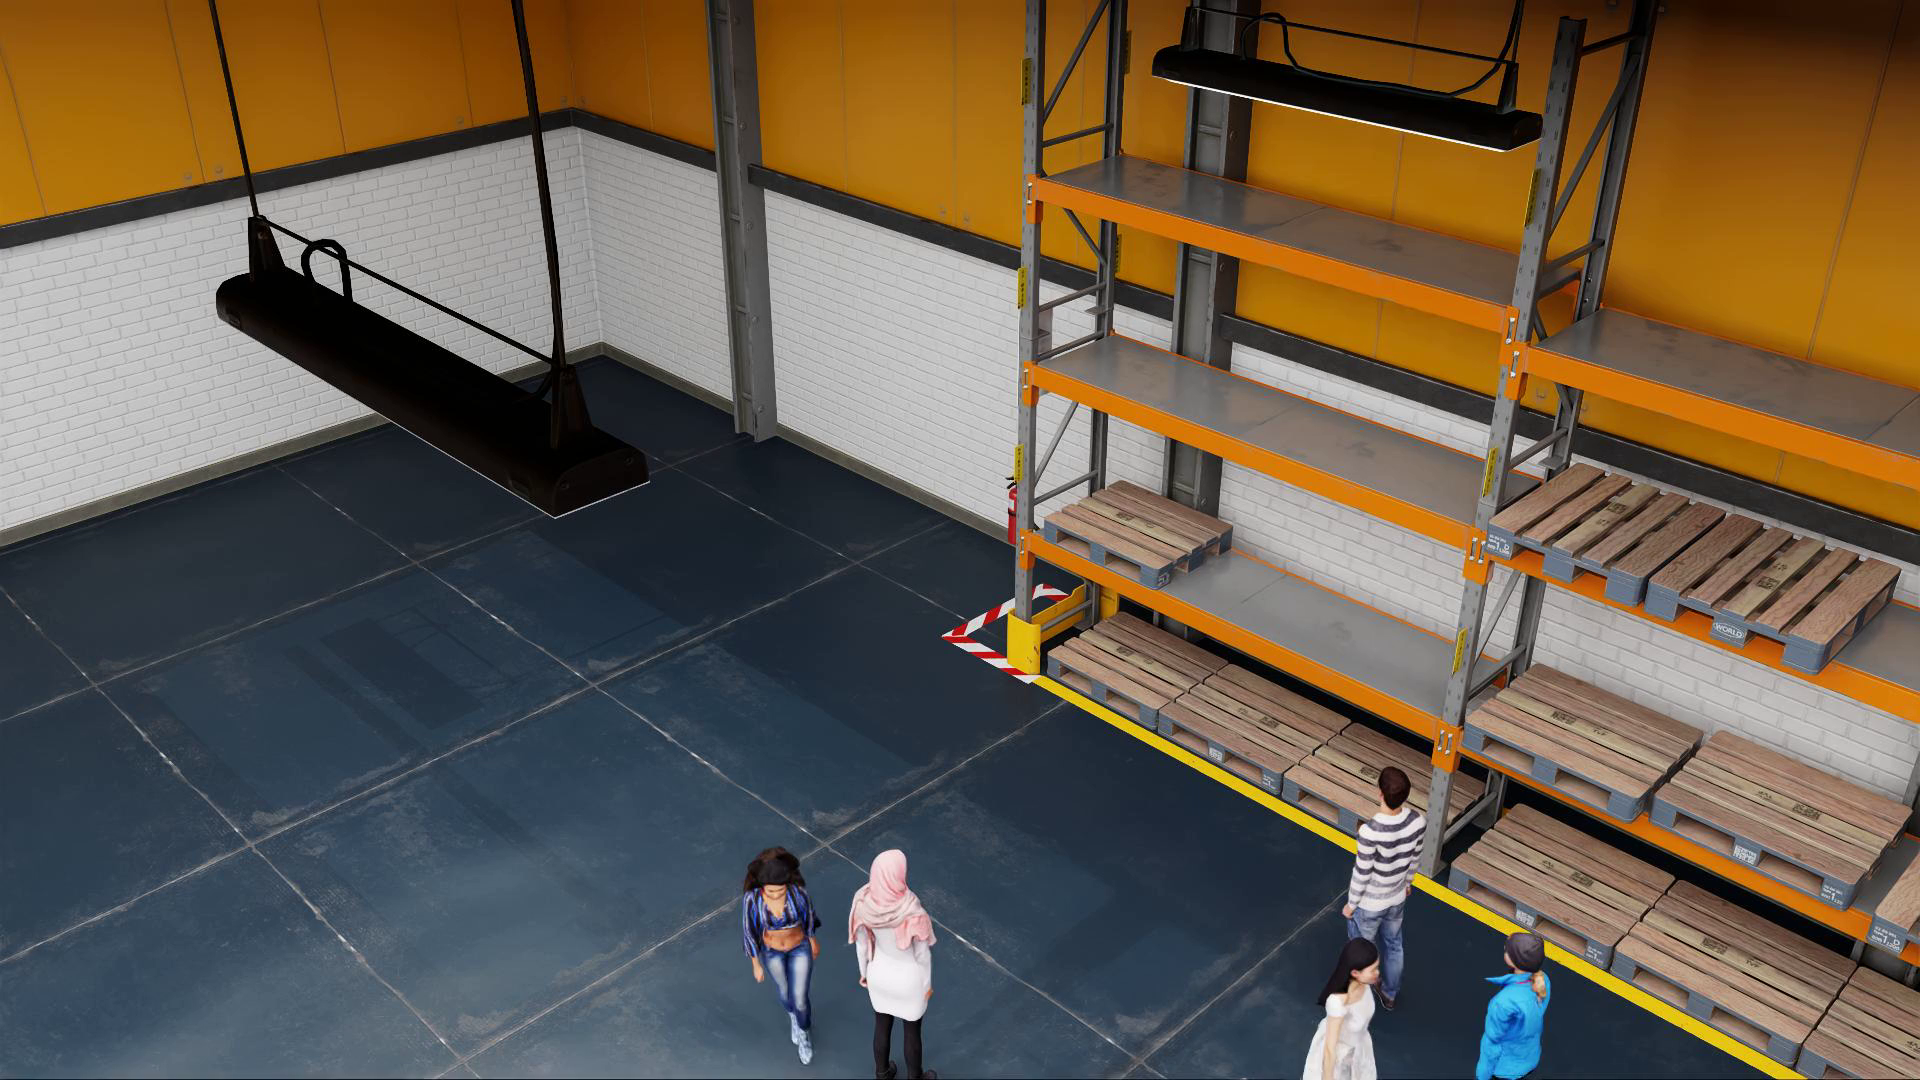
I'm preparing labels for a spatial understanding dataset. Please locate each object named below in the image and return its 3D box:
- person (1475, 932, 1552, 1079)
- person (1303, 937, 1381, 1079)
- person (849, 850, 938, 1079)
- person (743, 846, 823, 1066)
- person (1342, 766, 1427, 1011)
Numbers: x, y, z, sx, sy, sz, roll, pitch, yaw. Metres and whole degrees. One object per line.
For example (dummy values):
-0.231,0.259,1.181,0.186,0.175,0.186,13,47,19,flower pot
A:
3.094,2.949,9.139,0.750,1.771,1.071,-17,33,-28,person
2.017,2.890,9.266,0.995,1.753,0.748,18,33,29,person
-0.377,2.577,9.788,0.656,1.803,0.774,11,31,19,person
-1.076,2.462,10.205,0.769,1.606,0.825,-3,29,-6,person
2.628,2.216,10.399,0.715,1.852,0.657,-12,31,-21,person
